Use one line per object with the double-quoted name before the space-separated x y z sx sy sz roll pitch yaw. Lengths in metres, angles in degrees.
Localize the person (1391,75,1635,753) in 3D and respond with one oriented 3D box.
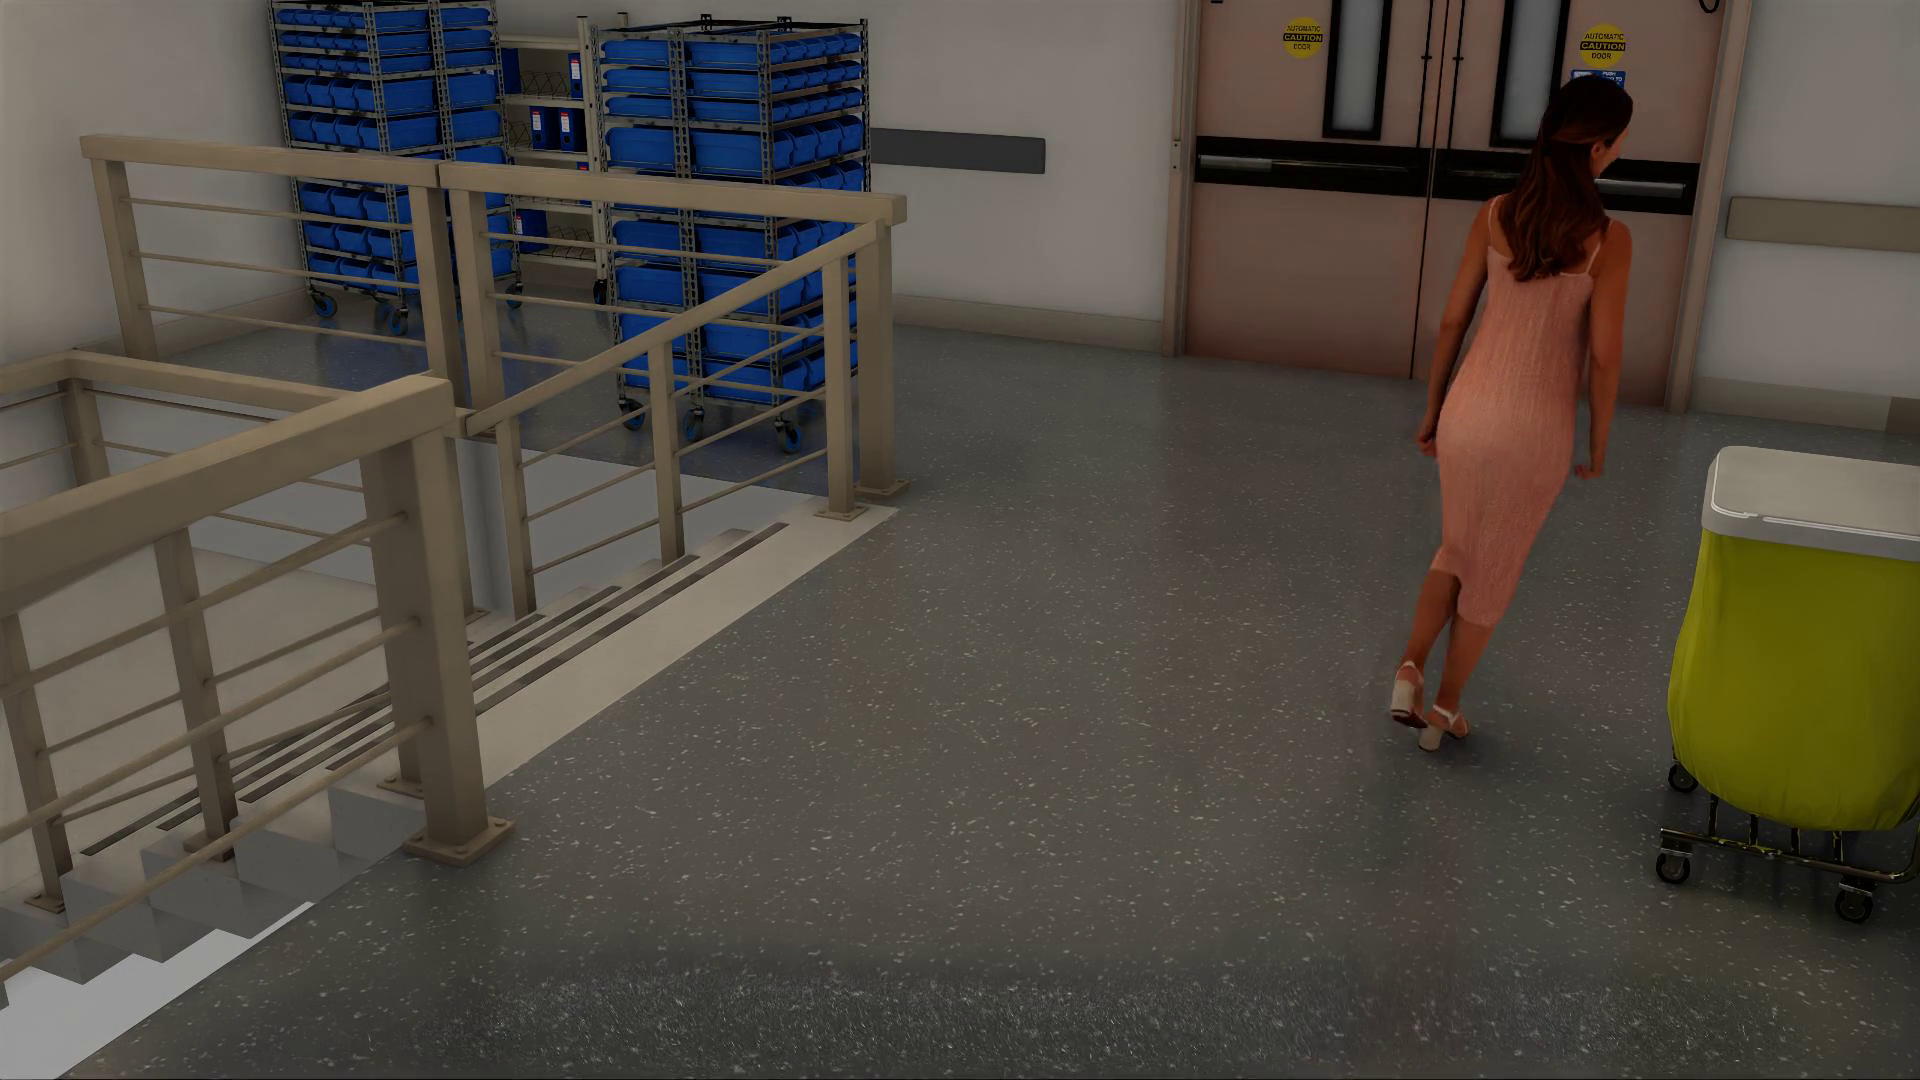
"person" 1.345 -0.224 4.195 0.728 1.808 0.788 15 26 35
